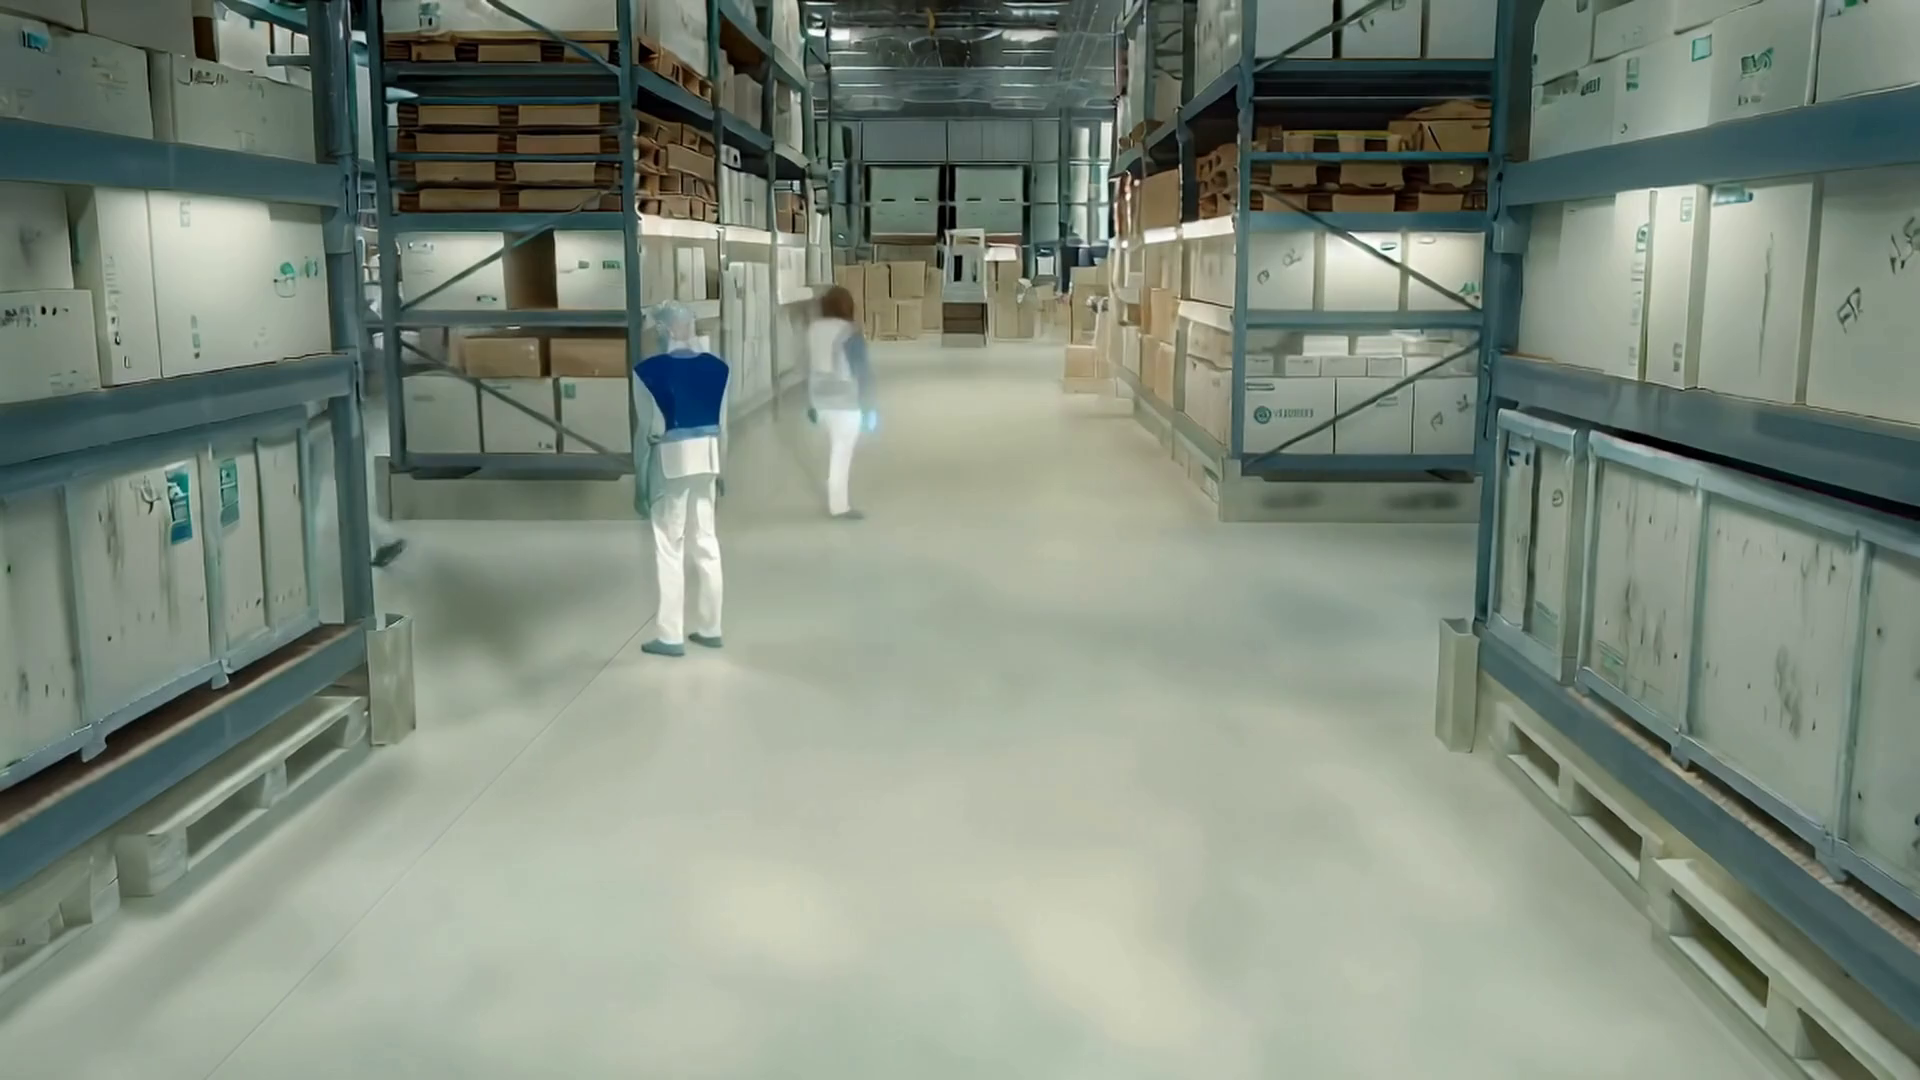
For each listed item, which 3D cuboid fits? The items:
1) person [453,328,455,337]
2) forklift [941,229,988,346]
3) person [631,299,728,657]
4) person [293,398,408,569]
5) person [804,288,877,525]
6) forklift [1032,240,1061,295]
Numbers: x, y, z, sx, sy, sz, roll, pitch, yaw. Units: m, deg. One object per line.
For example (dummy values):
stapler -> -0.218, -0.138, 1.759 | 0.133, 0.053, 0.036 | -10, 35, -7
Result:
person -> -13.913, -6.493, 44.963 | 0.679, 2.000, 1.085 | 1, 10, 5
forklift -> 0.124, -6.117, 40.203 | 1.129, 2.768, 1.873 | 0, 9, 1
person -> -1.425, -0.314, 8.580 | 0.560, 1.836, 0.389 | -9, 13, -42
person -> -4.128, -0.717, 10.885 | 0.927, 1.875, 0.652 | -2, 10, -10
person -> -0.894, -1.036, 12.925 | 0.530, 1.824, 0.697 | -8, 13, -41
forklift -> 3.172, -9.648, 61.356 | 1.129, 2.768, 1.873 | 0, 9, 1
